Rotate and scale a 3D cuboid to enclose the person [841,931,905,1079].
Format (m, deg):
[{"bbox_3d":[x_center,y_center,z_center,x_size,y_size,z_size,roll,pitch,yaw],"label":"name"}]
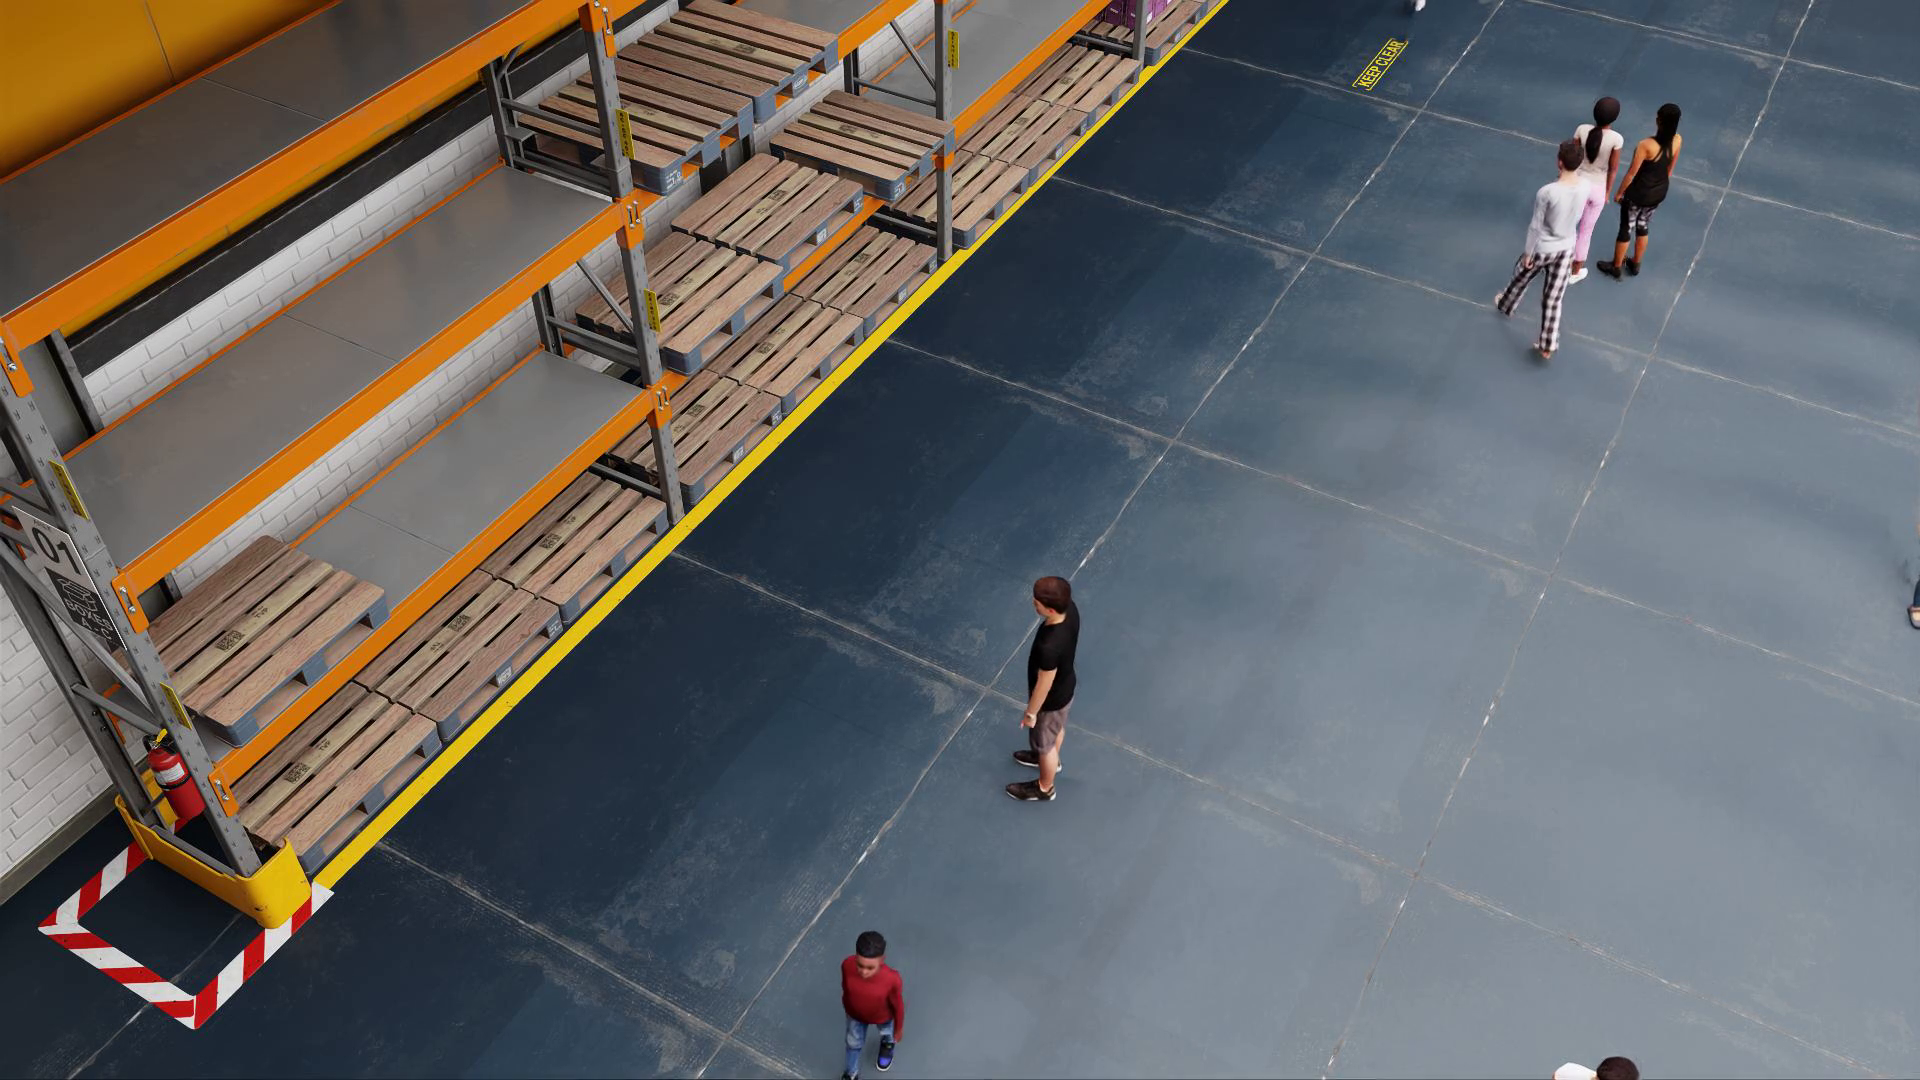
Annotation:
[{"bbox_3d":[-0.446,2.438,8.854,0.606,1.235,0.791,14,45,14],"label":"person"}]

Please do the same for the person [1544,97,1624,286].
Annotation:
[{"bbox_3d":[5.331,-2.989,14.184,0.590,1.740,0.527,26,49,25],"label":"person"}]

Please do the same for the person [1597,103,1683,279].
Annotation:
[{"bbox_3d":[5.879,-2.979,14.228,0.681,1.664,0.754,-15,46,-15],"label":"person"}]

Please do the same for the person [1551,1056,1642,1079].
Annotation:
[{"bbox_3d":[2.929,2.944,7.923,0.690,1.787,0.635,32,52,29],"label":"person"}]

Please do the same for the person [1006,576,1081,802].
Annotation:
[{"bbox_3d":[0.570,0.898,10.017,0.824,1.861,0.665,10,45,11],"label":"person"}]

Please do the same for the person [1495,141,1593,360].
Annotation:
[{"bbox_3d":[4.809,-2.297,13.414,1.091,1.799,1.232,-6,44,-6],"label":"person"}]
